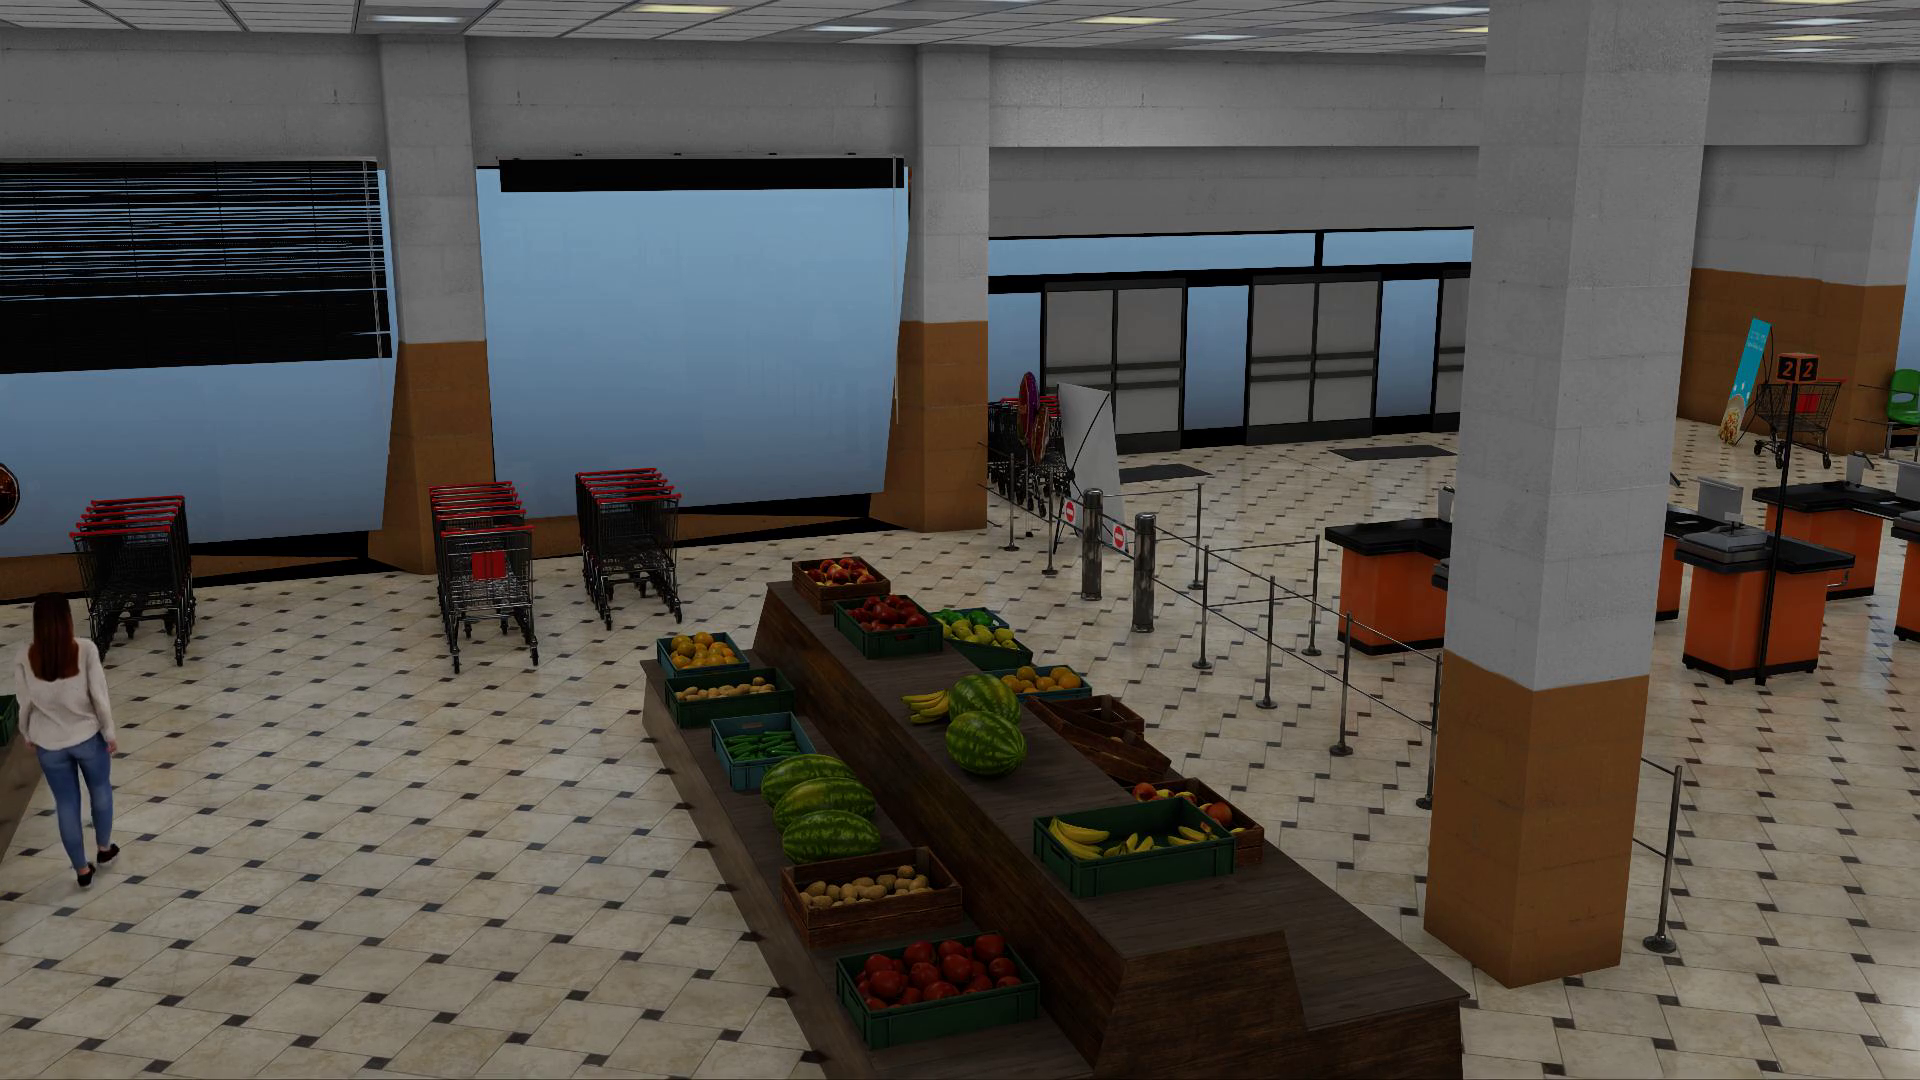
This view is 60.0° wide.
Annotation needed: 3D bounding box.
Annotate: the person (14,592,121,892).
[{"bbox_3d":[-4.912,1.134,9.164,0.632,1.676,0.670,-5,14,-18],"label":"person"}]
